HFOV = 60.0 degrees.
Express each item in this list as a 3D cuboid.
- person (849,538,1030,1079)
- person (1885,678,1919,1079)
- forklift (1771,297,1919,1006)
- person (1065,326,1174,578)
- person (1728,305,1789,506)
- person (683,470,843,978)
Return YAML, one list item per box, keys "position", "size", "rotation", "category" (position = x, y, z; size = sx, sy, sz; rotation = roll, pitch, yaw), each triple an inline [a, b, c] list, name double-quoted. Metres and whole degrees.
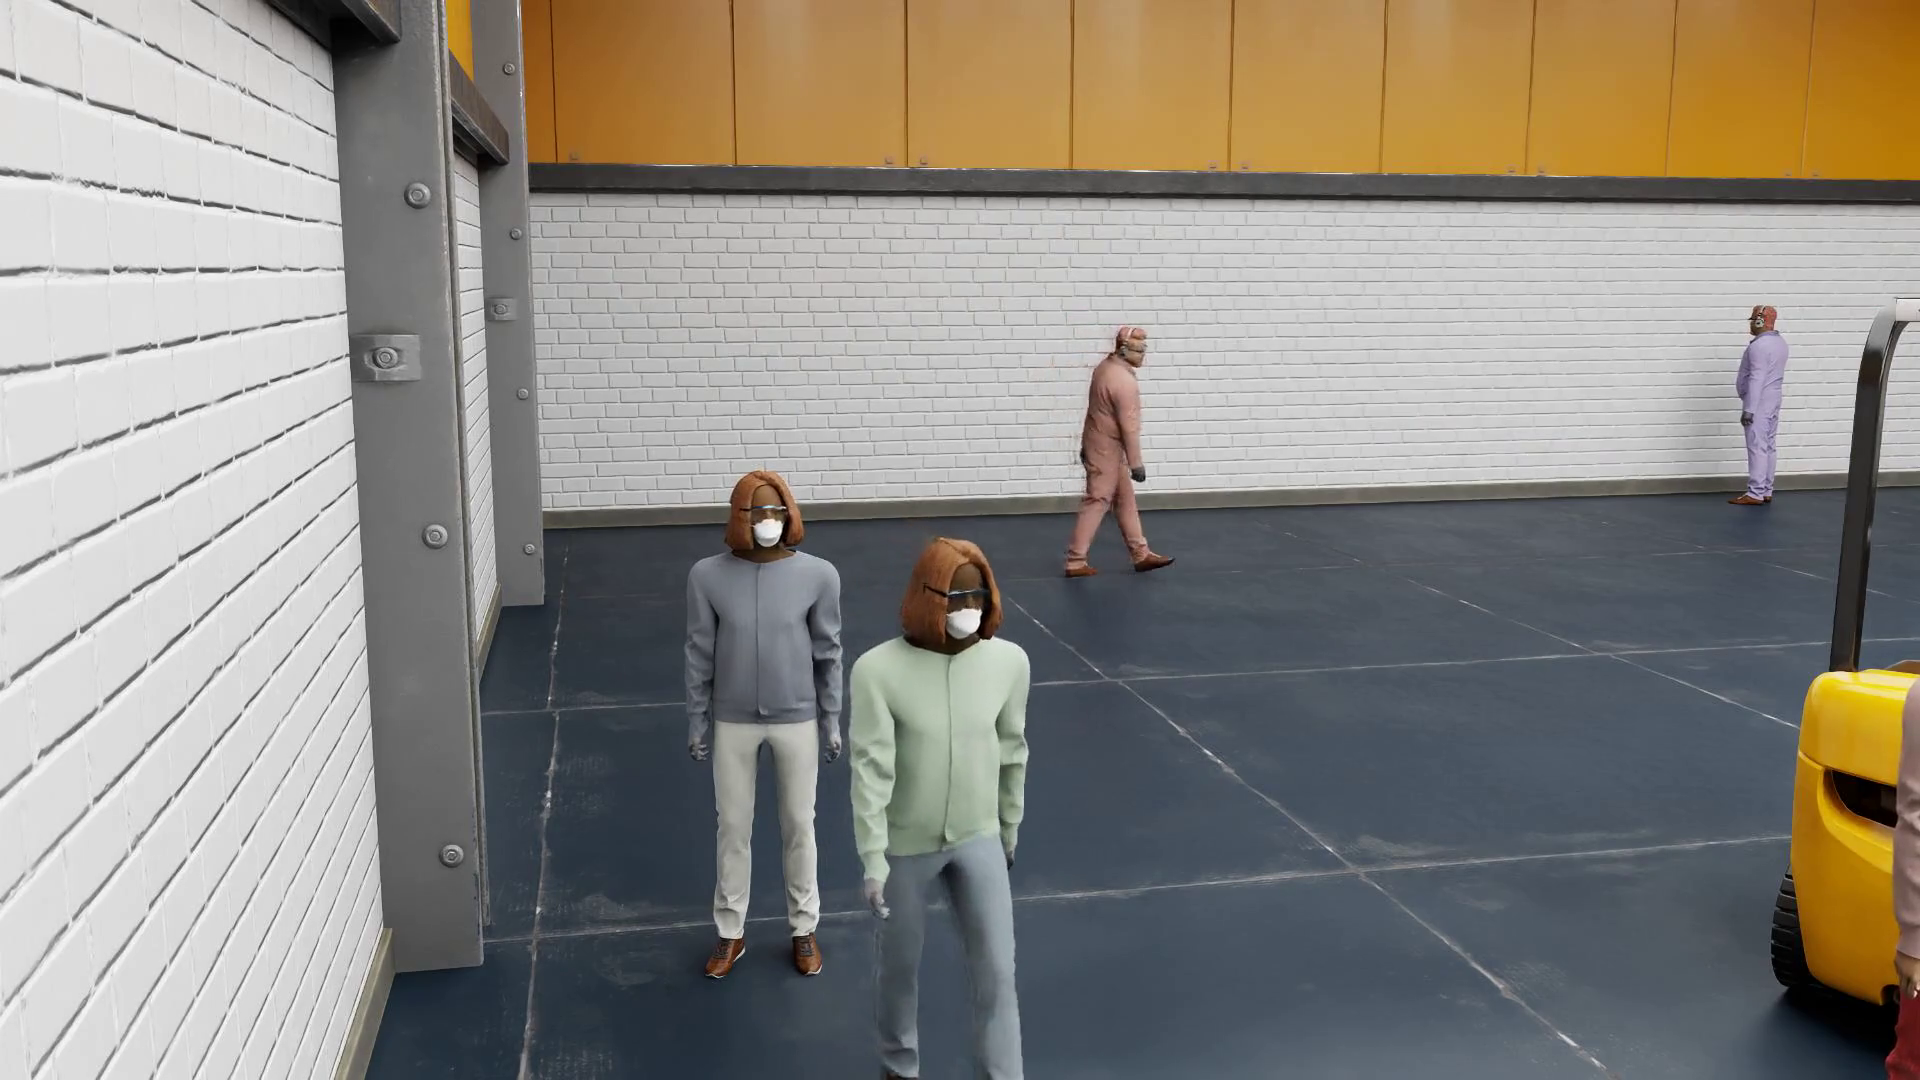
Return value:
- position: [-0.022, 0.799, 4.157]
  size: [0.510, 1.599, 0.815]
  rotation: [-3, 10, -19]
  category: "person"
- position: [2.214, 0.815, 3.546]
  size: [0.533, 1.767, 0.313]
  rotation: [-3, 10, -18]
  category: "person"
- position: [3.542, 0.334, 5.177]
  size: [2.313, 2.155, 1.214]
  rotation: [-9, 13, -43]
  category: "forklift"
- position: [1.165, -0.626, 12.108]
  size: [0.854, 1.849, 0.706]
  rotation: [0, 9, -1]
  category: "person"
- position: [7.625, -1.283, 15.903]
  size: [0.643, 1.910, 0.400]
  rotation: [-9, 13, -44]
  category: "person"
- position: [-0.626, 0.588, 5.320]
  size: [0.507, 1.636, 0.277]
  rotation: [0, 9, -2]
  category: "person"
